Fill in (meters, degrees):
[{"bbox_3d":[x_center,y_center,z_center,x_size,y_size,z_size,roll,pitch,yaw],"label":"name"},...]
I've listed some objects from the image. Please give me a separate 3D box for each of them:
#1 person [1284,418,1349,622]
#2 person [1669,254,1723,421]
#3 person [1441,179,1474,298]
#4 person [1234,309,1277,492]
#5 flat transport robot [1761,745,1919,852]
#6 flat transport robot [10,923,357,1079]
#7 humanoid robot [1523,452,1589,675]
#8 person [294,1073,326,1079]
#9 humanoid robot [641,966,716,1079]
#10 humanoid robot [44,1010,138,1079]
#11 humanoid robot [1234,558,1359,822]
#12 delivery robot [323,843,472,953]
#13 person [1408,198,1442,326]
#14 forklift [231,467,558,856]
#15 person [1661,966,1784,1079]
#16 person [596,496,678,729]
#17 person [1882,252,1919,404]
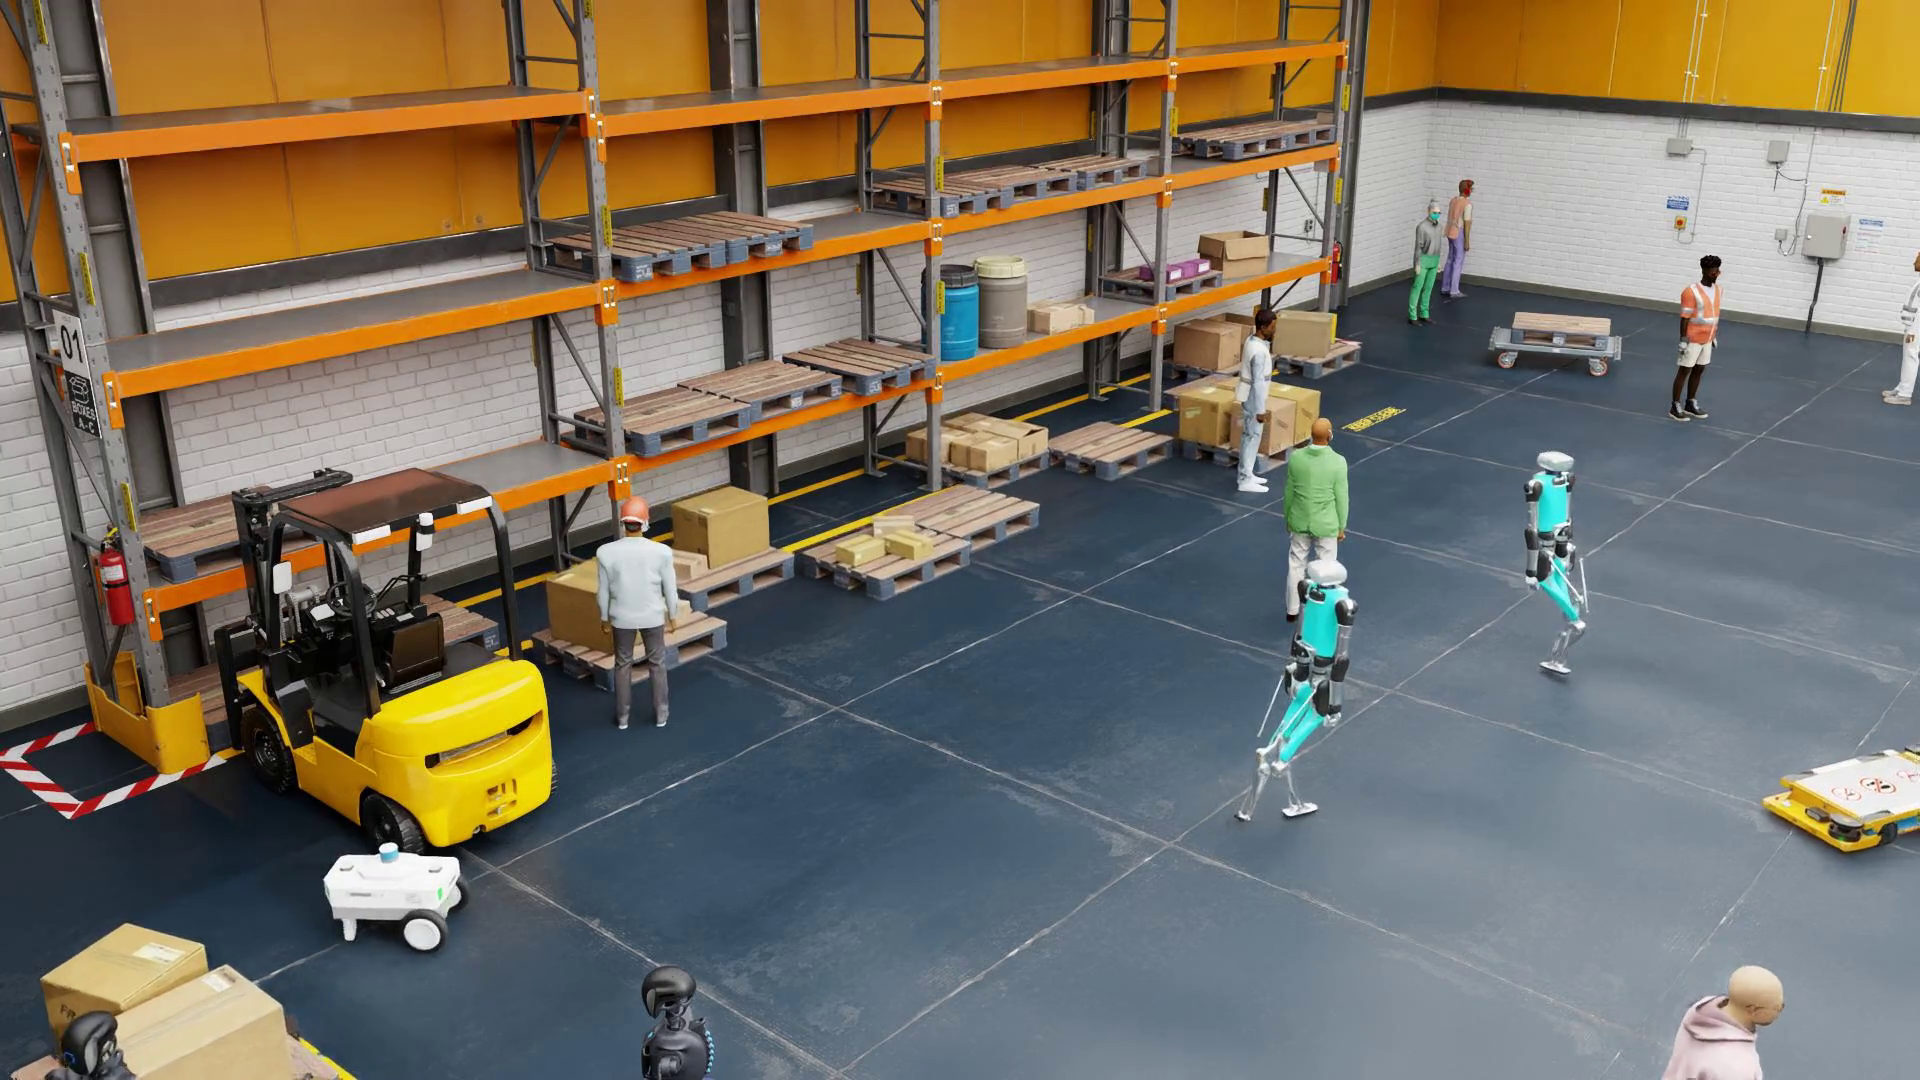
[{"bbox_3d":[2.938,-0.143,13.754,0.534,1.784,0.383,10,23,26],"label":"person"},{"bbox_3d":[8.689,-2.385,19.564,0.612,1.964,0.361,-11,23,-27],"label":"person"},{"bbox_3d":[7.808,-4.727,26.103,0.392,1.837,0.557,-4,21,-10],"label":"person"},{"bbox_3d":[3.020,-1.433,17.073,0.402,1.910,0.596,1,20,2],"label":"person"},{"bbox_3d":[6.081,1.695,10.959,1.431,0.231,0.659,-9,22,-22],"label":"flat transport robot"},{"bbox_3d":[-3.697,2.806,7.949,0.659,0.231,1.431,16,26,37],"label":"flat transport robot"},{"bbox_3d":[4.675,0.278,12.780,0.542,1.843,0.772,-15,25,-35],"label":"humanoid robot"},{"bbox_3d":[-2.178,2.696,5.859,0.457,1.923,0.632,-5,21,-14],"label":"person"},{"bbox_3d":[-1.130,2.466,6.815,0.315,1.657,0.599,-1,20,-2],"label":"humanoid robot"},{"bbox_3d":[-3.299,2.576,6.526,0.596,1.650,0.336,4,21,11],"label":"humanoid robot"},{"bbox_3d":[2.082,1.066,10.690,0.804,1.881,0.550,-8,22,-22],"label":"humanoid robot"},{"bbox_3d":[-3.236,2.044,9.623,0.782,0.611,0.510,1,20,2],"label":"delivery robot"},{"bbox_3d":[6.820,-4.063,24.276,0.511,1.852,0.340,-13,24,-31],"label":"person"},{"bbox_3d":[-3.730,0.710,10.856,2.313,2.155,1.214,17,26,38],"label":"forklift"},{"bbox_3d":[3.075,2.469,6.745,0.950,1.733,0.546,6,21,16],"label":"person"},{"bbox_3d":[-2.319,0.524,12.006,0.575,1.737,0.351,-2,20,-6],"label":"person"},{"bbox_3d":[11.605,-2.592,20.247,0.356,1.882,0.574,9,22,24],"label":"person"}]
